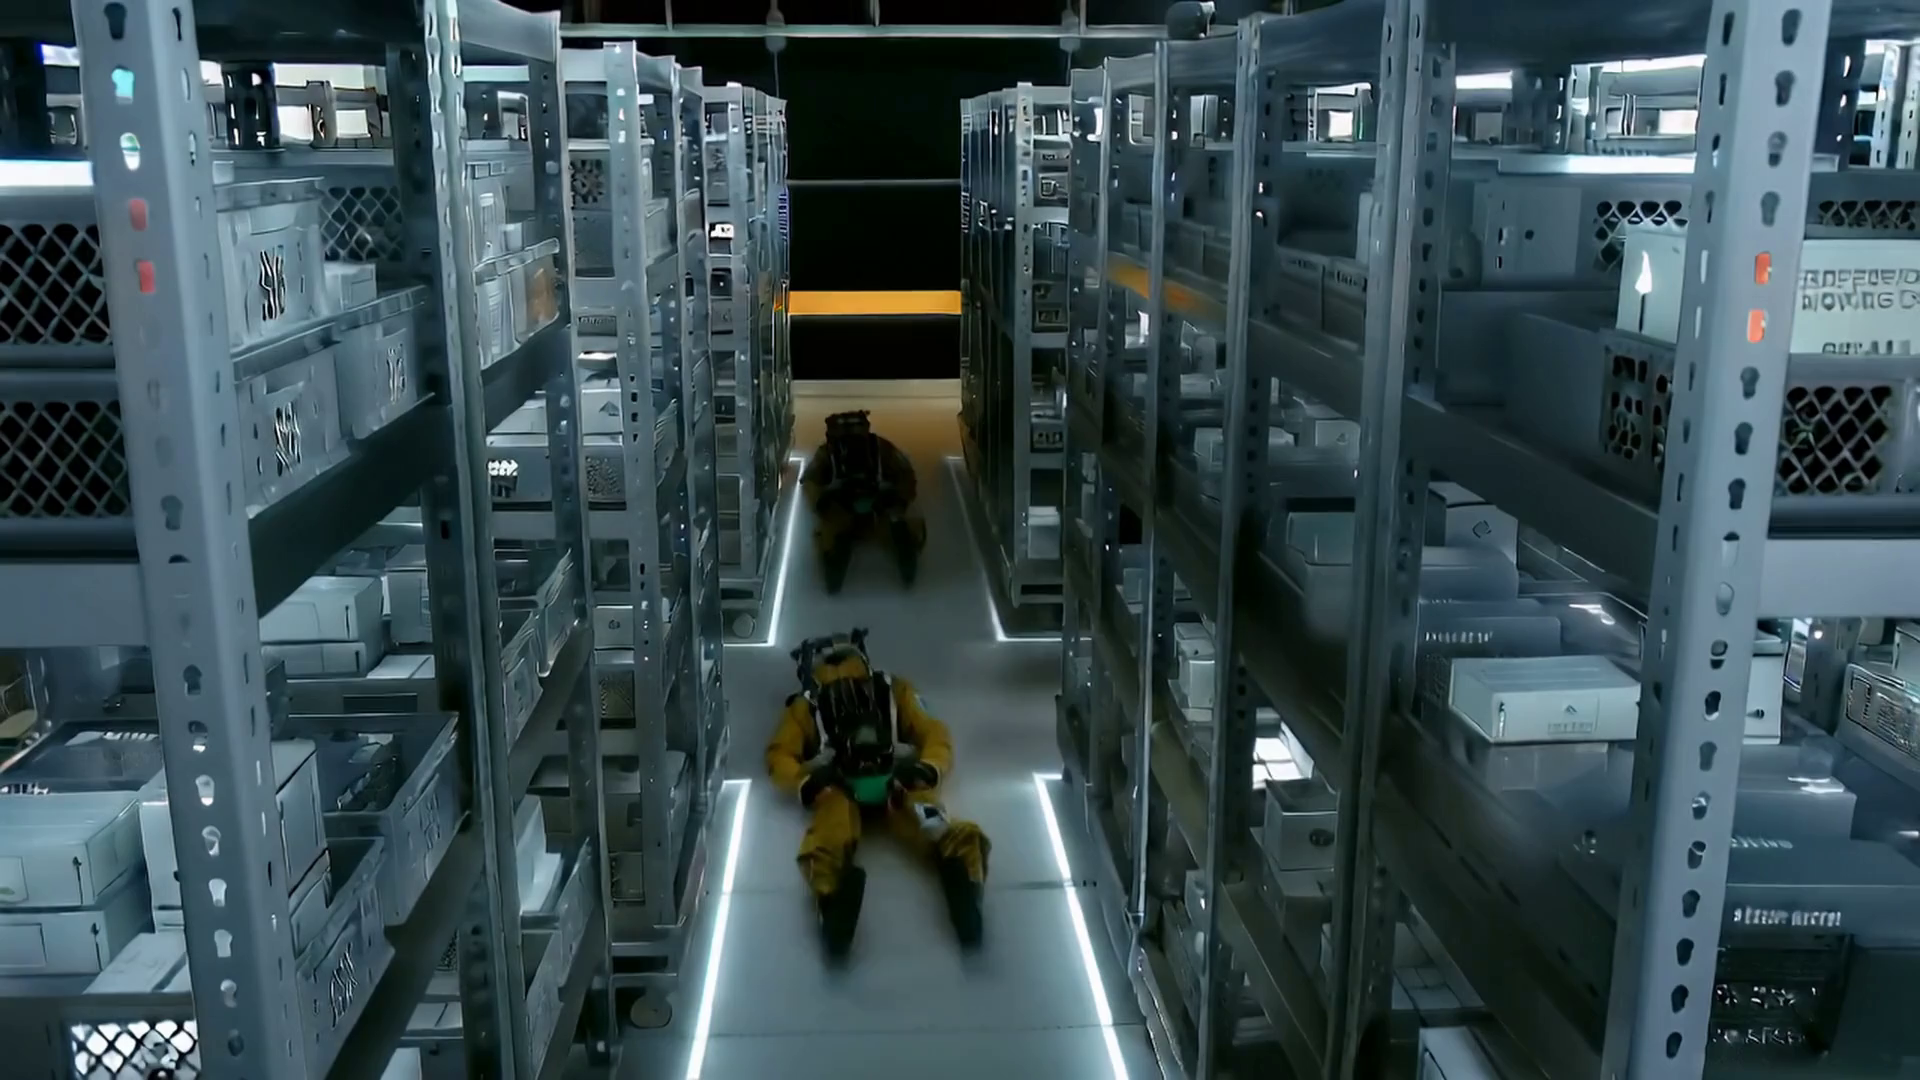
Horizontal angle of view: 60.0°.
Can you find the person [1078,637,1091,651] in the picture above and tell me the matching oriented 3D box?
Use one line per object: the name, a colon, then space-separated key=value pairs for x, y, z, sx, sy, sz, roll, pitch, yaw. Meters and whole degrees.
person: x=1.147 y=-0.083 z=10.363 sx=0.901 sy=1.809 sz=0.571 roll=-2 pitch=14 yaw=-7
